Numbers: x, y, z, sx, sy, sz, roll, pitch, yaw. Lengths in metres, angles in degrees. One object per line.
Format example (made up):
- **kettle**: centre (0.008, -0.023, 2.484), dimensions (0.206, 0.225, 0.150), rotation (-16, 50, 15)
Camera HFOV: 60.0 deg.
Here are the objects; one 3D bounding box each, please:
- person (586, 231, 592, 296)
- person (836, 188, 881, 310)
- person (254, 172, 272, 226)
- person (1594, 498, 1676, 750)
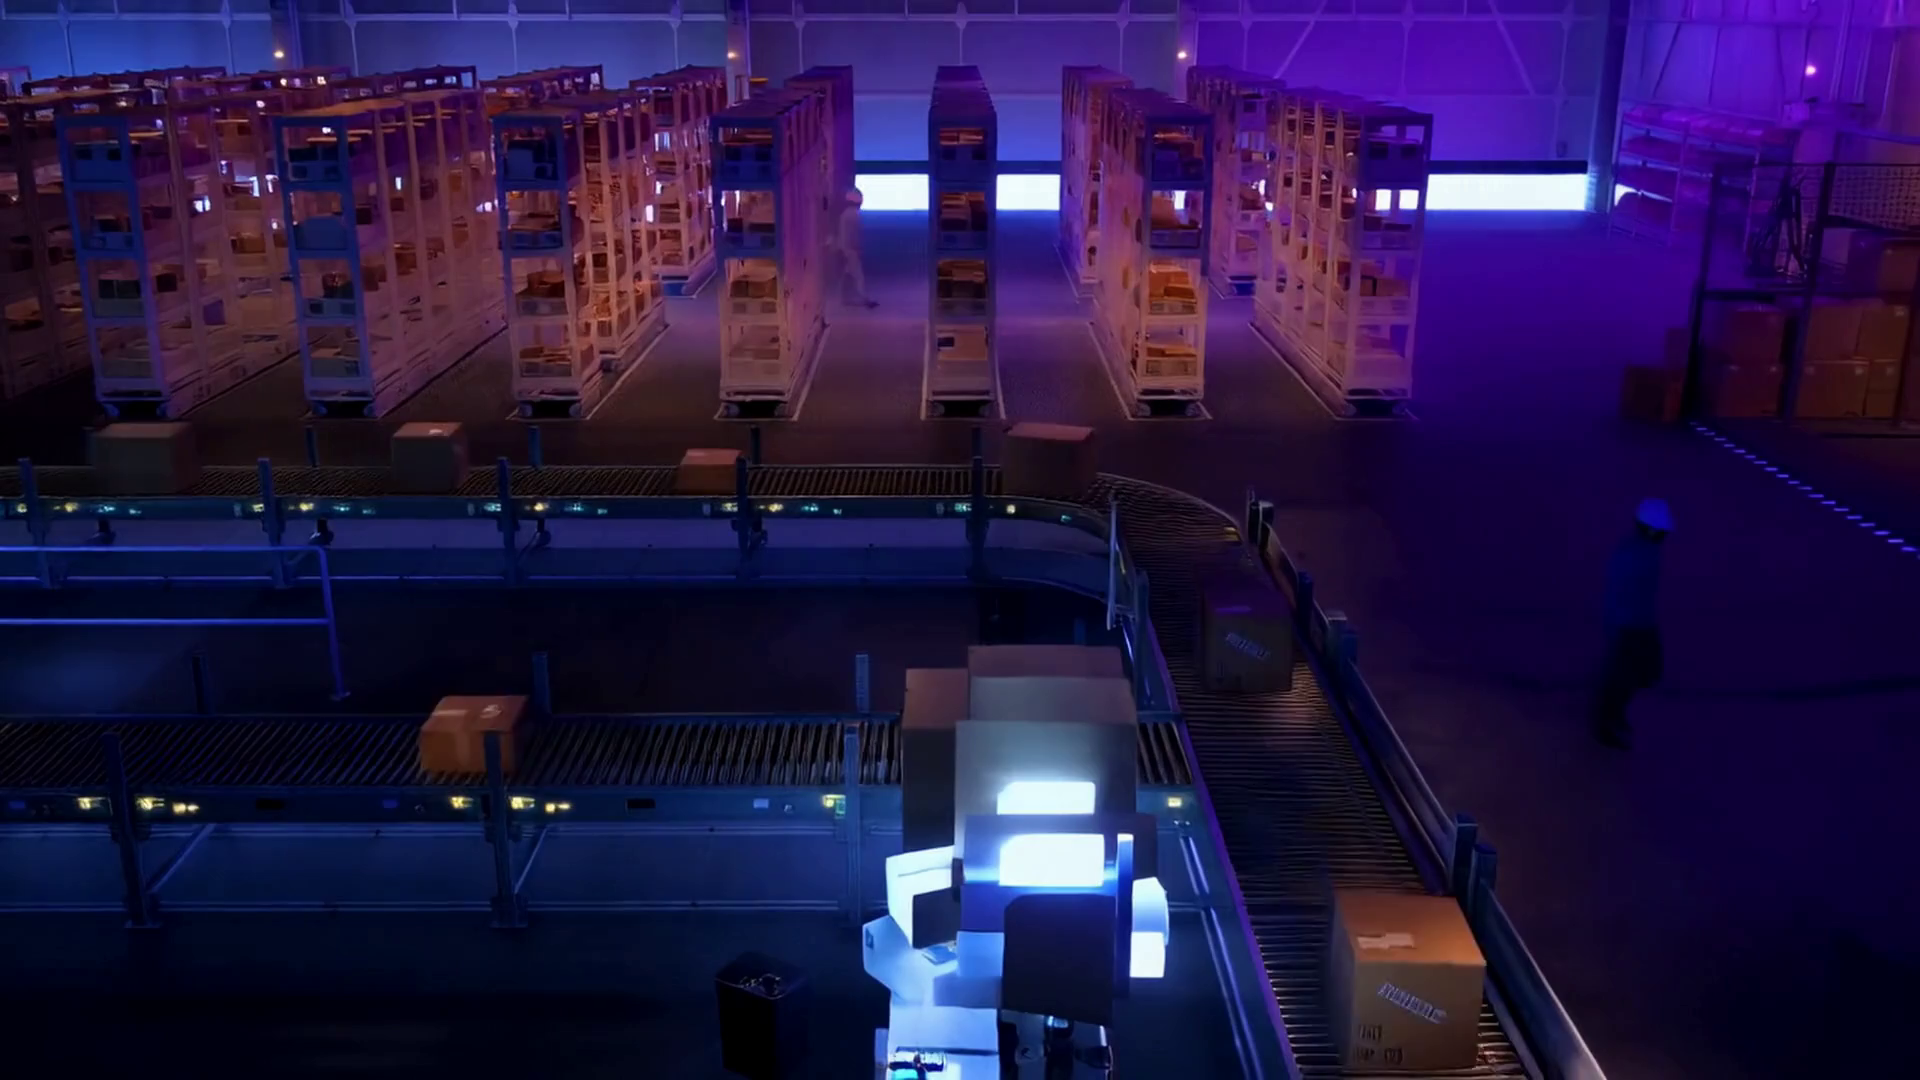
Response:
- **person**: centre (-6.039, -4.512, 26.659), dimensions (0.834, 1.792, 0.606), rotation (8, 19, 22)
- **person**: centre (-1.651, -4.723, 27.032), dimensions (0.974, 1.947, 0.614), rotation (6, 19, 19)
- **person**: centre (-14.115, -6.824, 33.669), dimensions (0.388, 1.846, 0.565), rotation (-3, 18, -11)
- **person**: centre (4.494, 0.561, 11.079), dimensions (0.541, 1.757, 0.365), rotation (-10, 21, -29)
